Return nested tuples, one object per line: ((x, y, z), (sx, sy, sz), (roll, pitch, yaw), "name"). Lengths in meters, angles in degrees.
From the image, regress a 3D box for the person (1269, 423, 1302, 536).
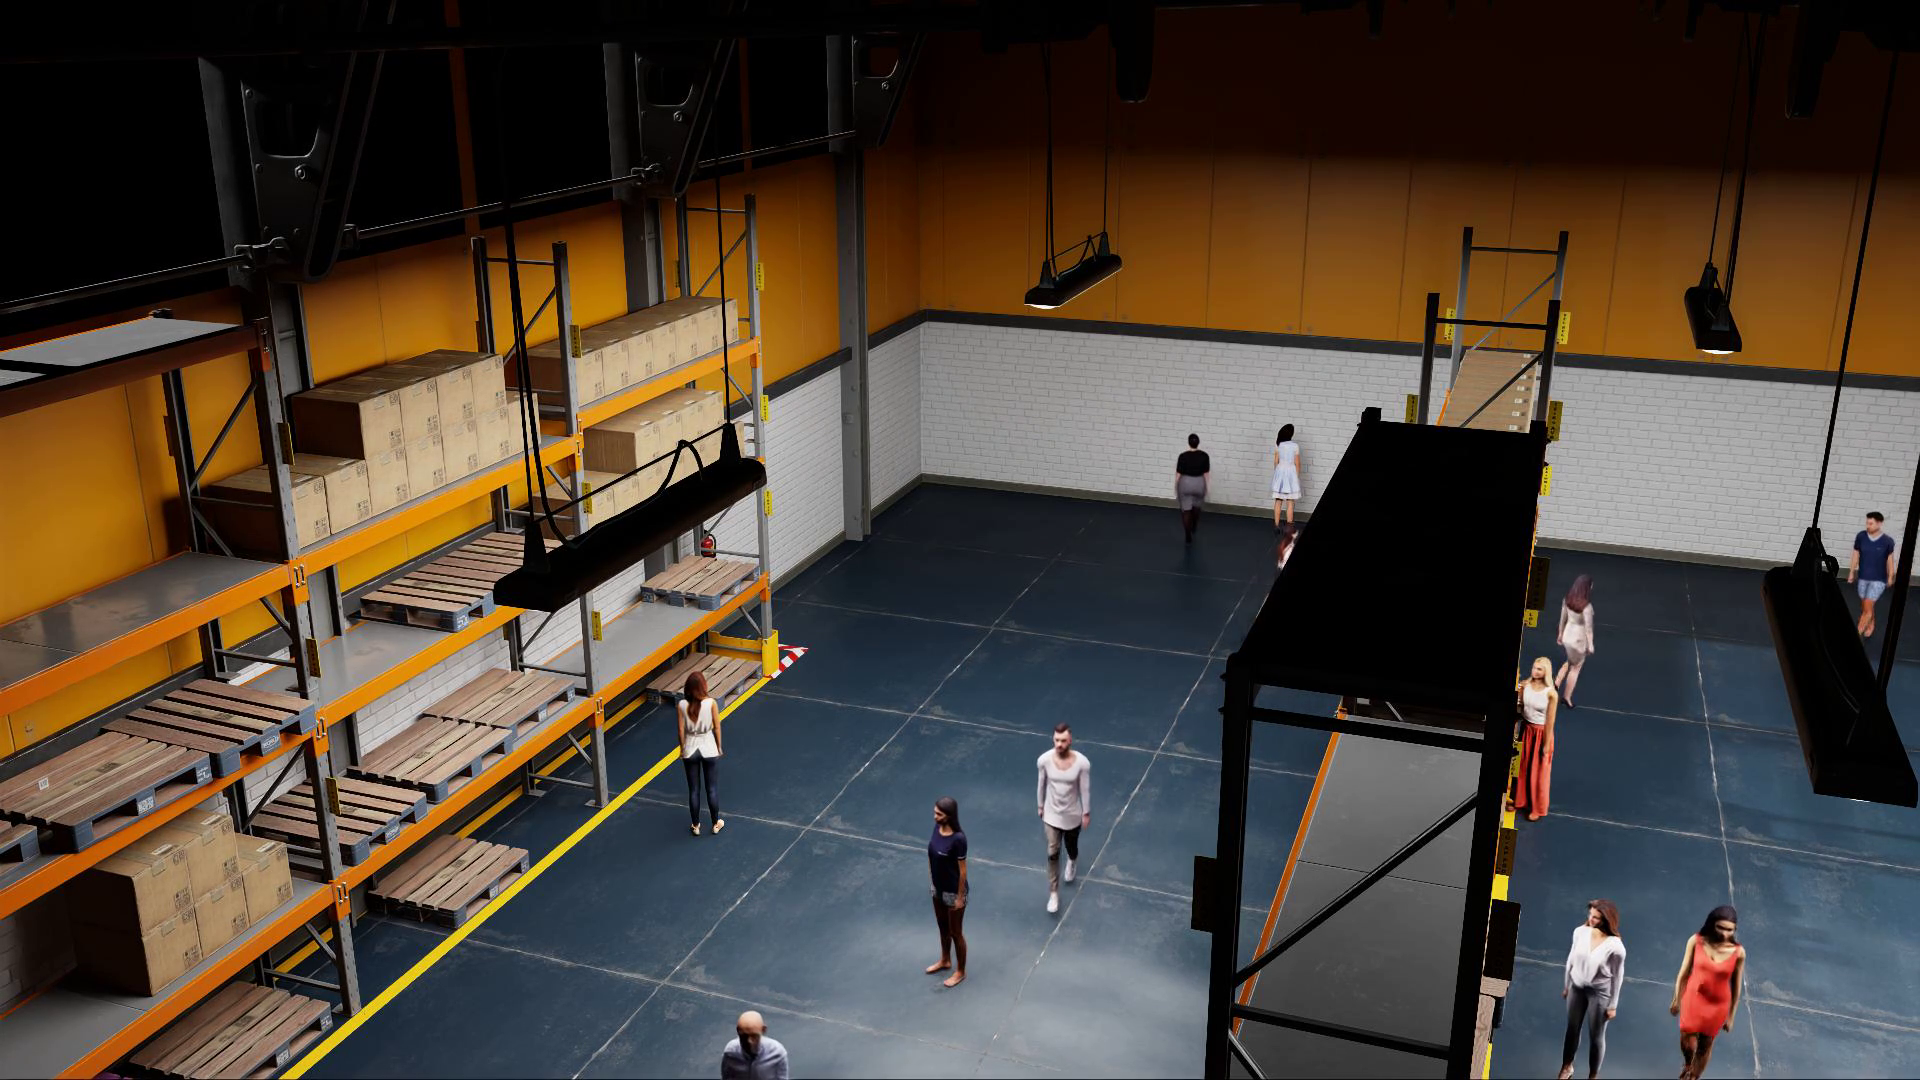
((5.133, -0.949, 26.177), (0.757, 1.819, 0.785), (11, 22, 30), "person")

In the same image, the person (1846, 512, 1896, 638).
((12.104, 0.480, 21.975), (1.218, 1.793, 1.049), (-15, 24, -38), "person")

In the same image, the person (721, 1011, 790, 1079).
((-1.403, 4.013, 11.484), (0.781, 1.793, 0.836), (-1, 19, -3), "person")

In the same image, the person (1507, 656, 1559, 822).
((5.995, 2.047, 17.312), (0.759, 1.800, 0.726), (-14, 23, -35), "person")

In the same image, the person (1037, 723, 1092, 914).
((0.996, 2.553, 15.792), (0.814, 1.811, 1.193), (3, 19, 8), "person")

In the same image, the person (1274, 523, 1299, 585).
((4.246, 0.564, 21.983), (0.998, 1.629, 0.905), (-10, 21, -27), "person")

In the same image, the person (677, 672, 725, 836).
((-2.646, 2.175, 16.956), (0.668, 1.784, 0.654), (-1, 19, -3), "person")

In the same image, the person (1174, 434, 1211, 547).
((3.600, -0.751, 25.745), (0.925, 1.720, 1.113), (-1, 19, -4), "person")

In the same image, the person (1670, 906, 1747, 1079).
((5.798, 3.568, 12.936), (0.632, 1.711, 0.673), (8, 20, 23), "person")

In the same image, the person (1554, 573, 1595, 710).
((7.272, 1.235, 19.823), (0.827, 1.736, 0.768), (-6, 20, -18), "person")

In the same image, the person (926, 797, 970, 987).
((-0.088, 3.027, 14.456), (0.693, 1.765, 0.667), (-13, 23, -34), "person")

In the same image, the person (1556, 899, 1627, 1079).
((4.901, 3.549, 12.913), (0.665, 1.759, 0.656), (-17, 25, -41), "person")
